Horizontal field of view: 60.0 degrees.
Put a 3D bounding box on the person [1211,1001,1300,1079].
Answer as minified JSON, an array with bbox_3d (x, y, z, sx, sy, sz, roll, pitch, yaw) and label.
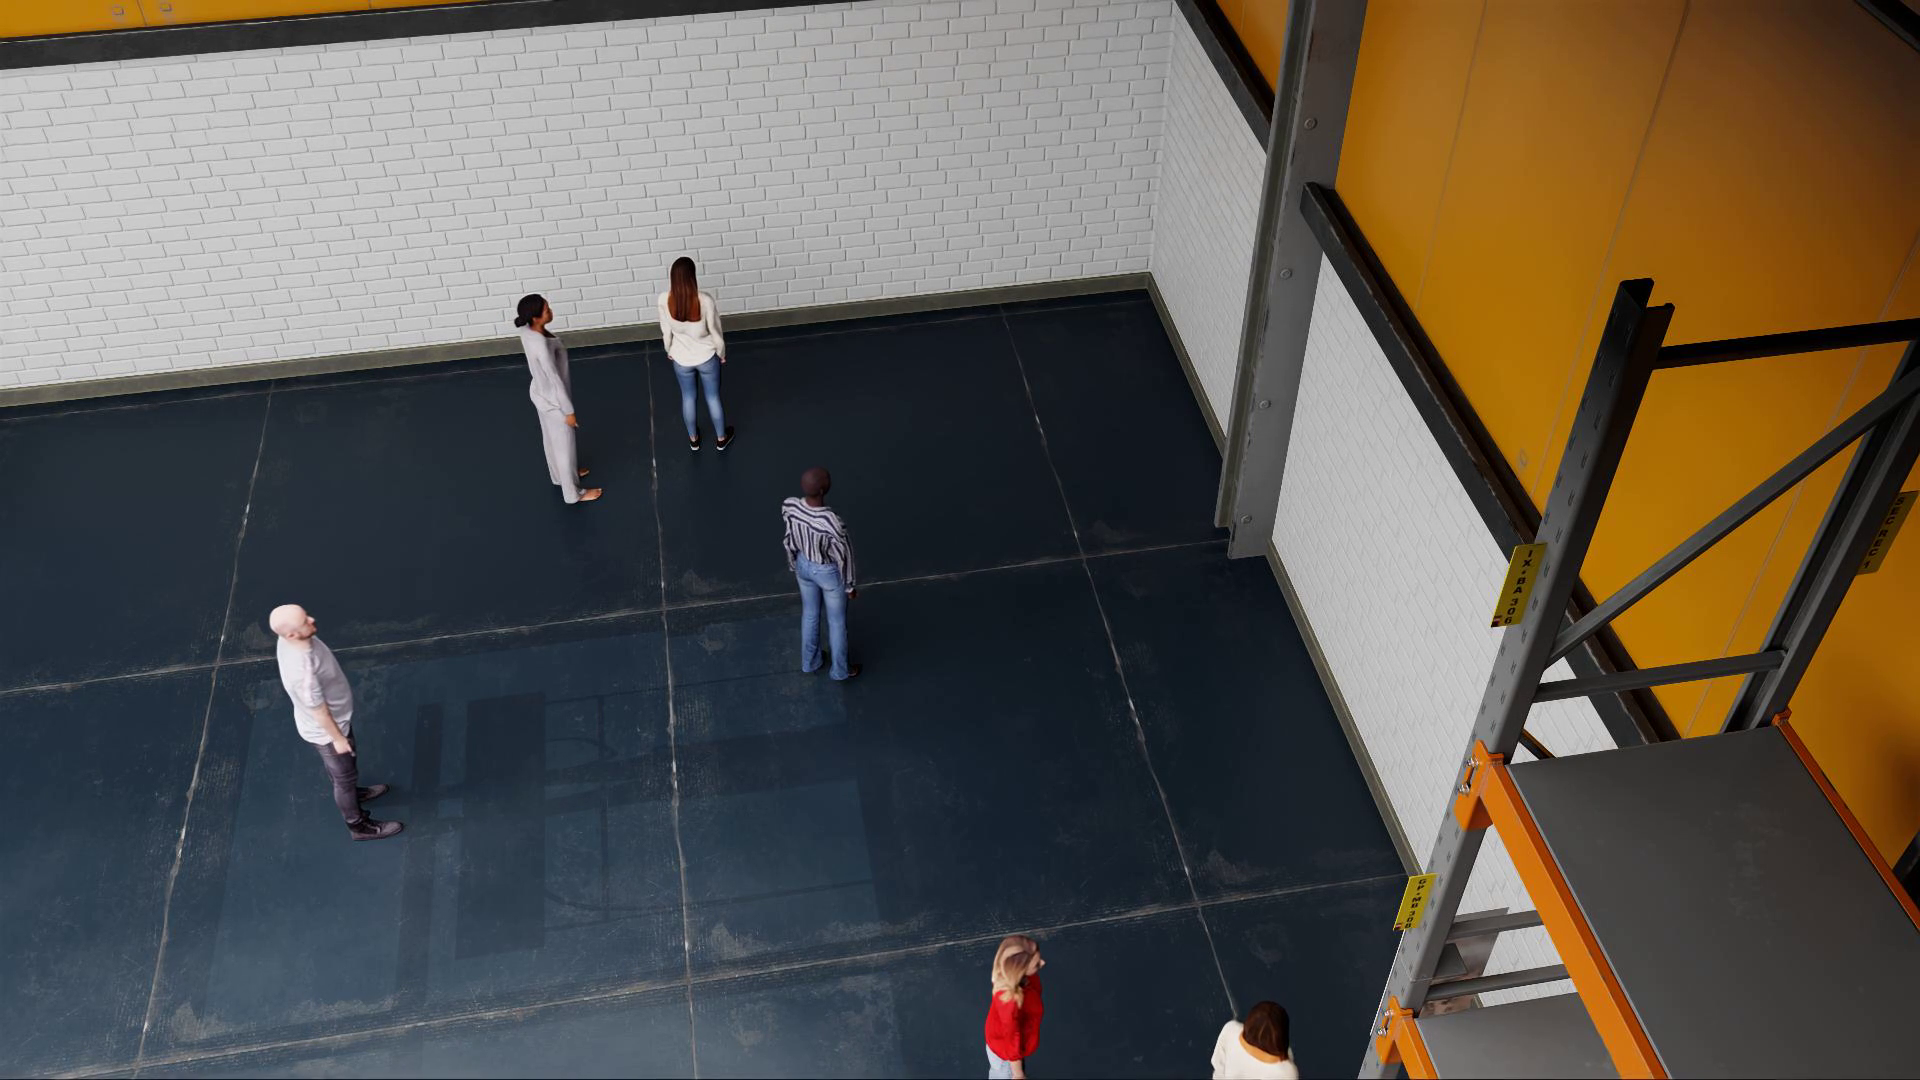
[{"bbox_3d":[1.390,2.725,8.032,0.676,1.683,0.762,32,52,29],"label":"person"}]

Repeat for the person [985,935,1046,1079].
[{"bbox_3d":[0.253,2.481,8.273,0.714,1.705,0.510,1,44,1],"label":"person"}]

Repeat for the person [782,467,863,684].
[{"bbox_3d":[-0.876,0.231,10.568,0.706,1.795,0.743,22,48,21],"label":"person"}]

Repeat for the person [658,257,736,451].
[{"bbox_3d":[-1.955,-1.369,12.323,0.668,1.692,0.631,3,44,3],"label":"person"}]

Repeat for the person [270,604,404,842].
[{"bbox_3d":[-3.699,1.043,9.690,0.773,1.831,0.614,-17,46,-17],"label":"person"}]

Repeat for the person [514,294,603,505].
[{"bbox_3d":[-2.925,-1.023,11.927,0.755,1.737,0.605,-22,48,-22],"label":"person"}]
